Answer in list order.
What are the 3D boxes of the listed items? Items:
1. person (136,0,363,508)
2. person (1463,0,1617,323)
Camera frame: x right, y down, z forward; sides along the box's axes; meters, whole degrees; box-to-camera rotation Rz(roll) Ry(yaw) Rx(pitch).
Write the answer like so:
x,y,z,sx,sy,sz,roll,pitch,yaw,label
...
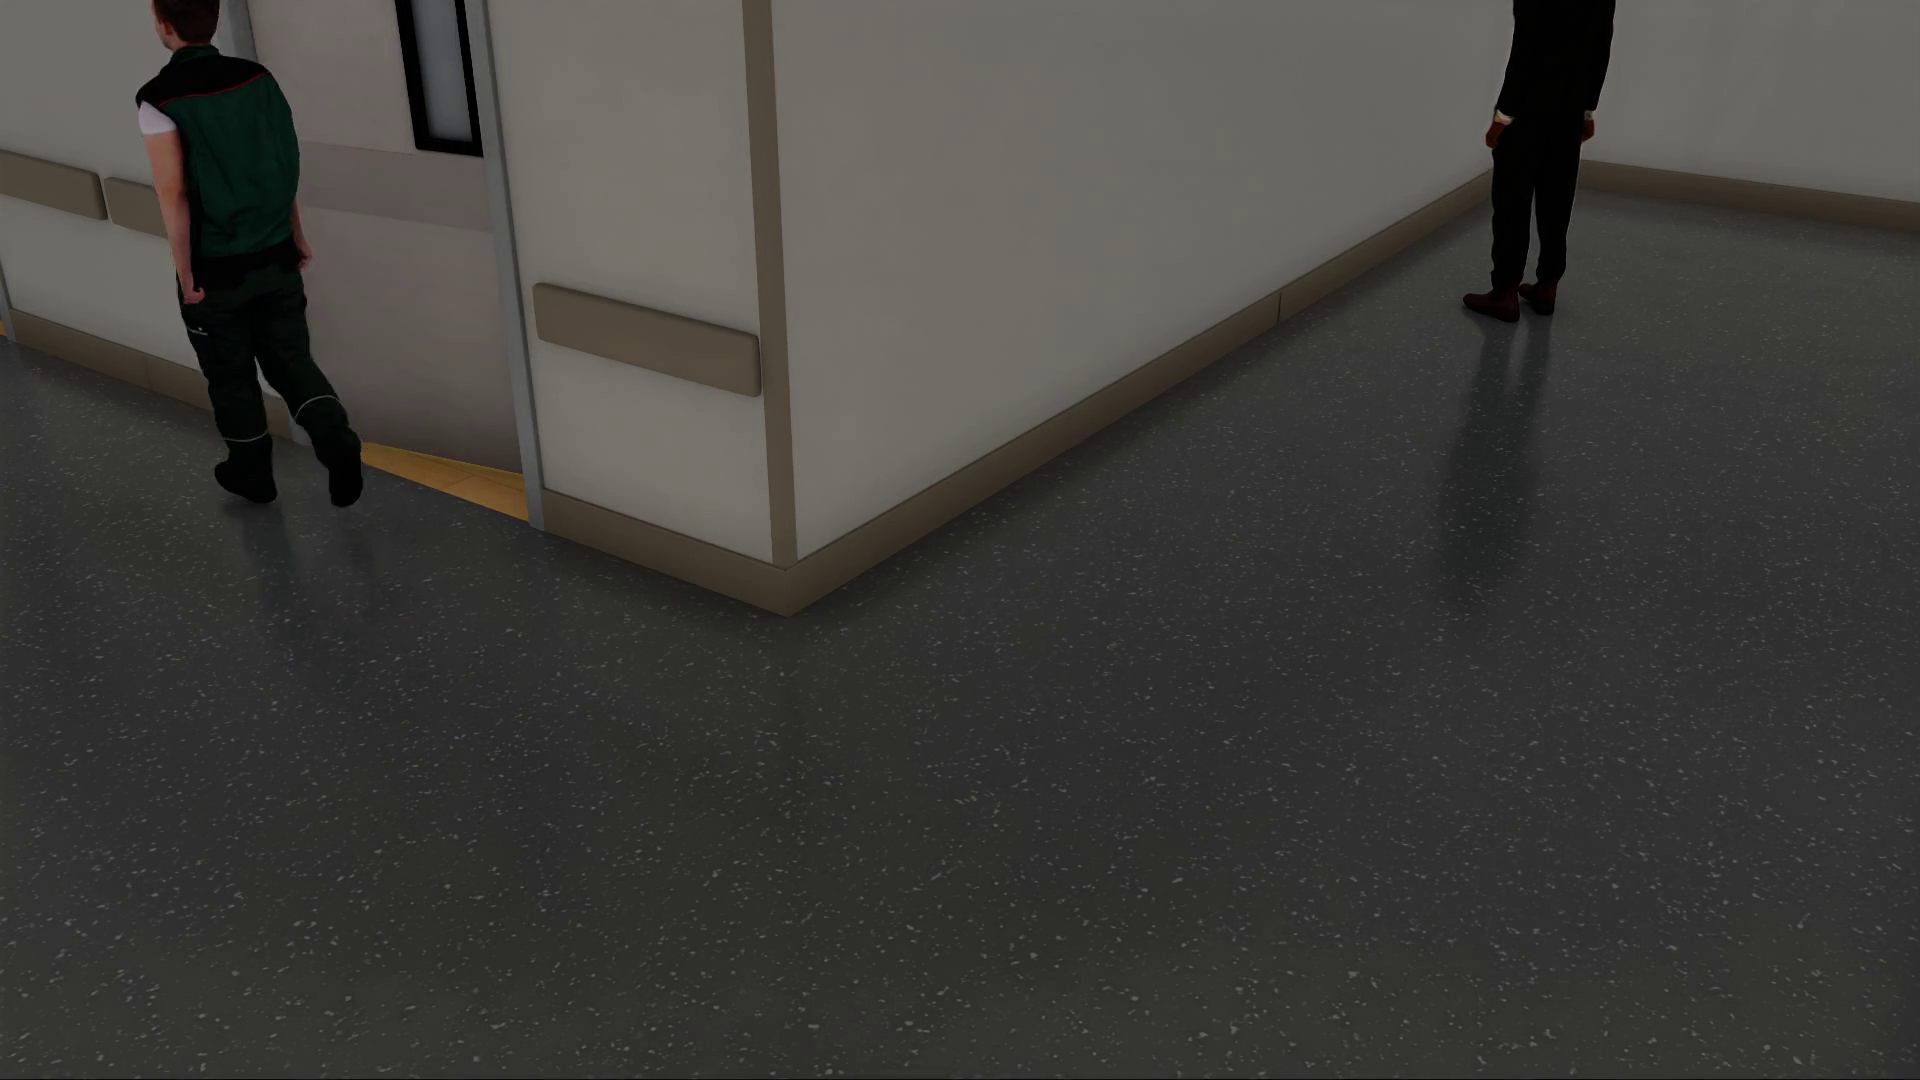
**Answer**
x,y,z,sx,sy,sz,roll,pitch,yaw,label
-2.341,-0.926,5.485,0.742,1.826,0.947,18,31,33,person
2.647,-1.956,7.530,0.764,1.904,0.863,-8,27,-17,person
